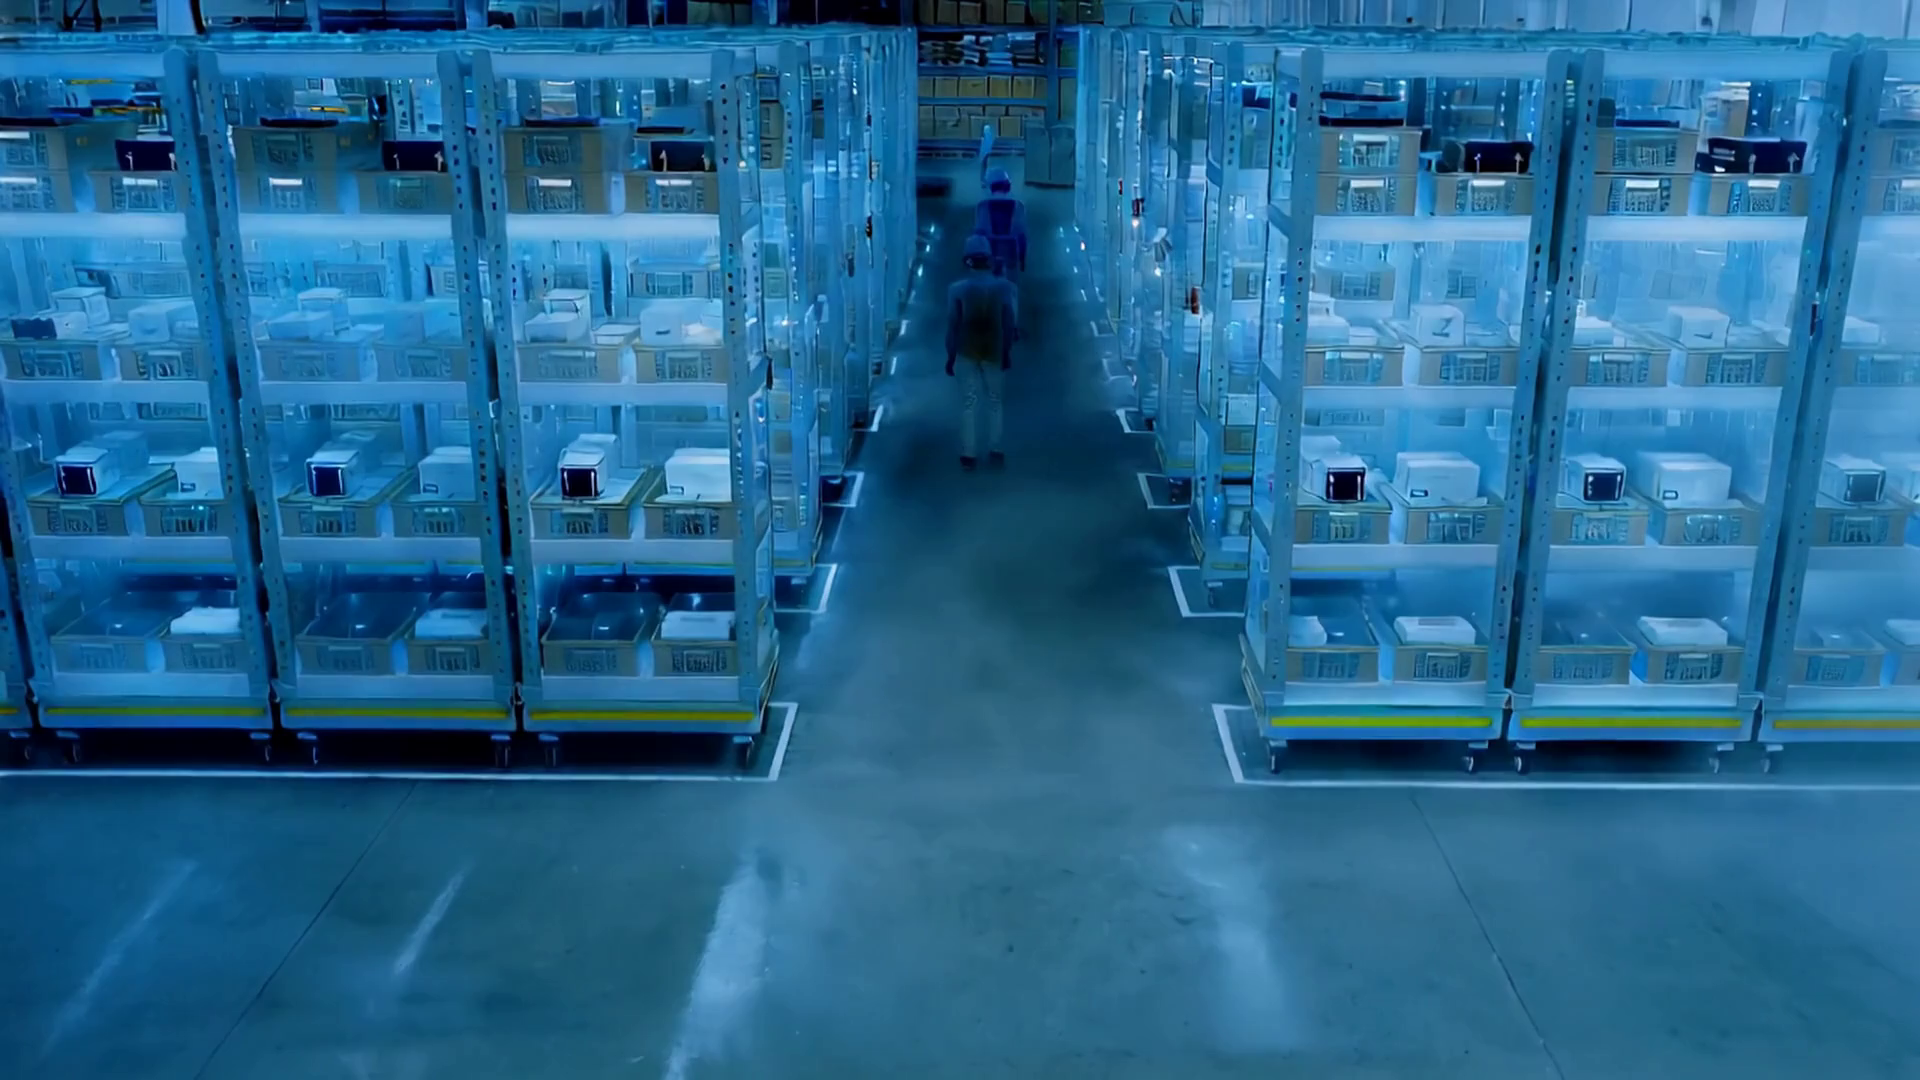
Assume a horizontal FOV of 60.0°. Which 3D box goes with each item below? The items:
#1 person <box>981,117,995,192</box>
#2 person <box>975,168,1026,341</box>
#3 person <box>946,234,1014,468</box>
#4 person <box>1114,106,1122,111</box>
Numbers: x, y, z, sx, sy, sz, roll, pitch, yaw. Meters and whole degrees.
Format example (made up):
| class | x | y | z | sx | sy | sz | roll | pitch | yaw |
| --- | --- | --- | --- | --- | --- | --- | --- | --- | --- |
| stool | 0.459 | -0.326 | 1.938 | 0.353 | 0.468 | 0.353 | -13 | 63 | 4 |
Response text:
| class | x | y | z | sx | sy | sz | roll | pitch | yaw |
| --- | --- | --- | --- | --- | --- | --- | --- | --- | --- |
| person | 0.628 | -8.592 | 37.061 | 0.312 | 1.639 | 0.518 | 0 | 17 | 0 |
| person | 0.480 | -3.393 | 19.828 | 0.609 | 2.044 | 0.397 | 0 | 17 | -1 |
| person | 0.160 | -1.614 | 14.239 | 0.623 | 1.989 | 0.401 | -8 | 19 | -24 |
| person | 4.361 | -11.268 | 45.110 | 0.637 | 1.932 | 0.615 | 1 | 17 | 5 |
